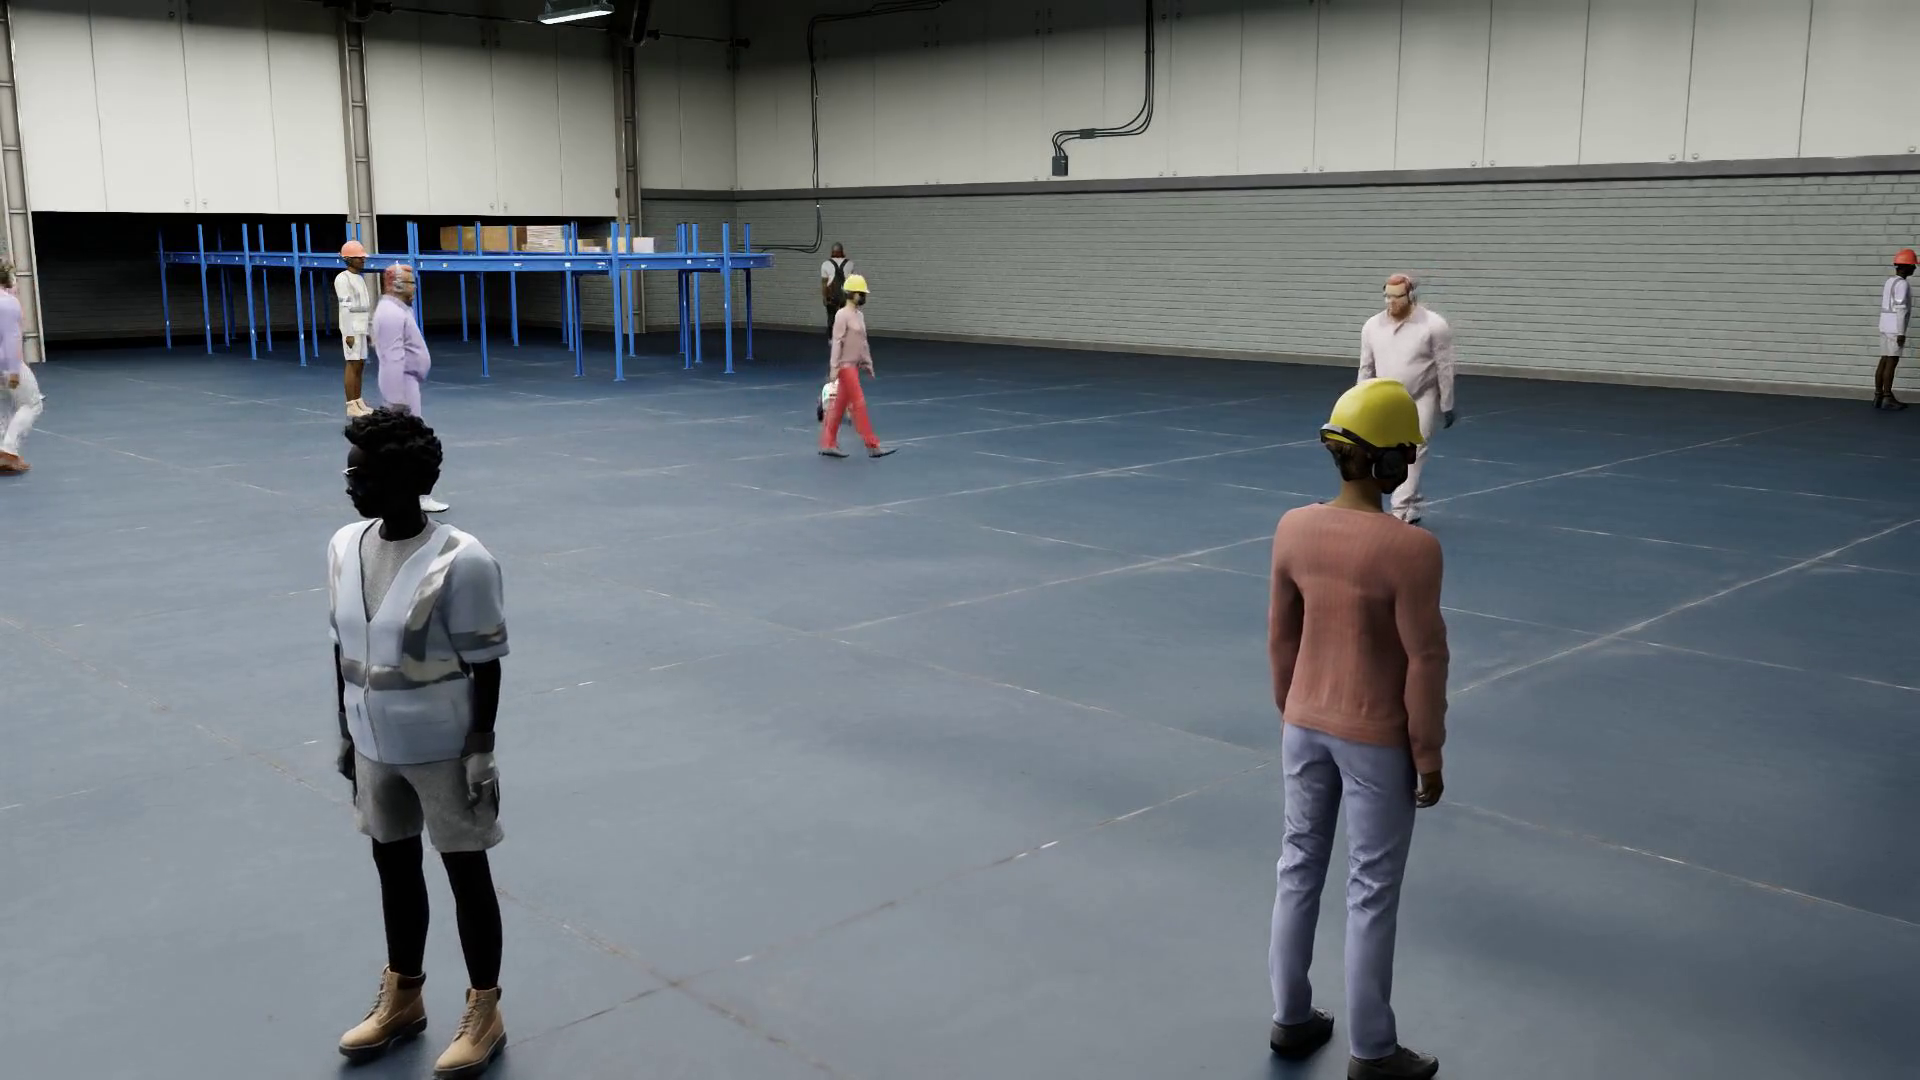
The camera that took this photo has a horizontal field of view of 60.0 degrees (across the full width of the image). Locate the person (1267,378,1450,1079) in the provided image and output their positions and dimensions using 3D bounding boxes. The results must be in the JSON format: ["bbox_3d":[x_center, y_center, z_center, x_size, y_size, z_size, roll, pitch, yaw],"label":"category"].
[{"bbox_3d":[0.995,0.480,4.163,0.313,1.768,0.527,-8,13,-37],"label":"person"}]

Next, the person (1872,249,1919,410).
[{"bbox_3d":[11.482,-2.582,20.386,0.376,1.938,0.547,2,11,12],"label":"person"}]

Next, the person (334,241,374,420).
[{"bbox_3d":[-6.987,-2.435,19.293,0.378,2.045,0.605,0,10,-1],"label":"person"}]

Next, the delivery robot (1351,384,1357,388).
[{"bbox_3d":[4.984,-1.904,19.617,0.698,0.223,0.335,-2,11,-10],"label":"delivery robot"}]

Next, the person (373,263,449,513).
[{"bbox_3d":[-4.276,-1.172,12.818,0.420,1.908,0.651,-4,11,-20],"label":"person"}]

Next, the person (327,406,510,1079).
[{"bbox_3d":[-1.367,0.507,4.190,0.537,1.699,0.321,5,11,25],"label":"person"}]

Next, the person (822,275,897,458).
[{"bbox_3d":[-0.945,-1.628,15.731,0.868,1.720,0.548,3,11,16],"label":"person"}]

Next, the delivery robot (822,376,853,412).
[{"bbox_3d":[-1.388,-1.650,18.929,0.477,0.478,0.707,0,10,-3],"label":"delivery robot"}]

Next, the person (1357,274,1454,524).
[{"bbox_3d":[3.155,-0.971,11.906,0.668,1.833,0.960,9,14,40],"label":"person"}]

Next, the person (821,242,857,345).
[{"bbox_3d":[-2.329,-4.749,32.040,0.694,2.000,1.006,-2,11,-13],"label":"person"}]

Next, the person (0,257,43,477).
[{"bbox_3d":[-8.415,-1.524,14.680,0.637,1.924,0.439,6,12,28],"label":"person"}]

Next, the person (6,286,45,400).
[{"bbox_3d":[-11.977,-2.603,20.730,0.821,1.860,0.418,-8,13,-38],"label":"person"}]
